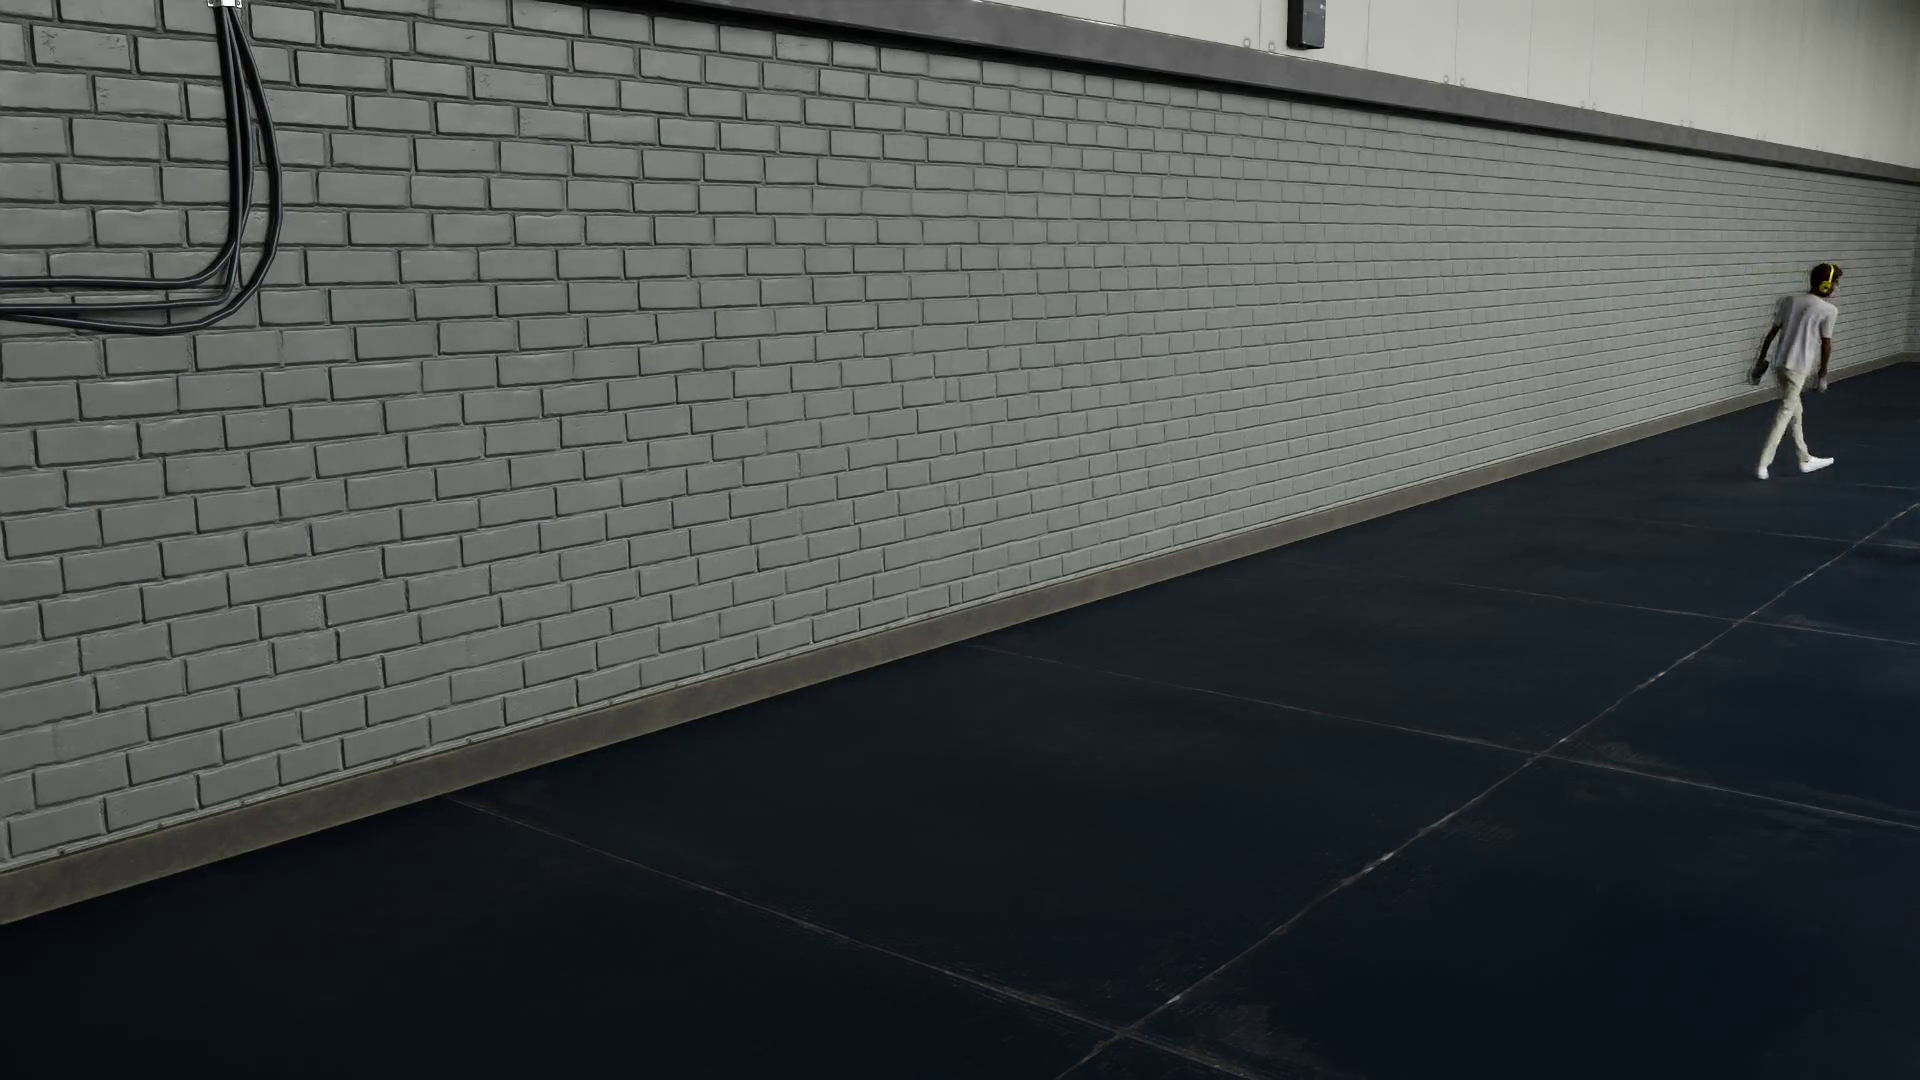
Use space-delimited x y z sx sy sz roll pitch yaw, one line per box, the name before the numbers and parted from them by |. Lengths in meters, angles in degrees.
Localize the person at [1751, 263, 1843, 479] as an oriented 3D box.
person | 7.074 -1.420 14.031 0.839 1.802 0.573 -4 11 -21
